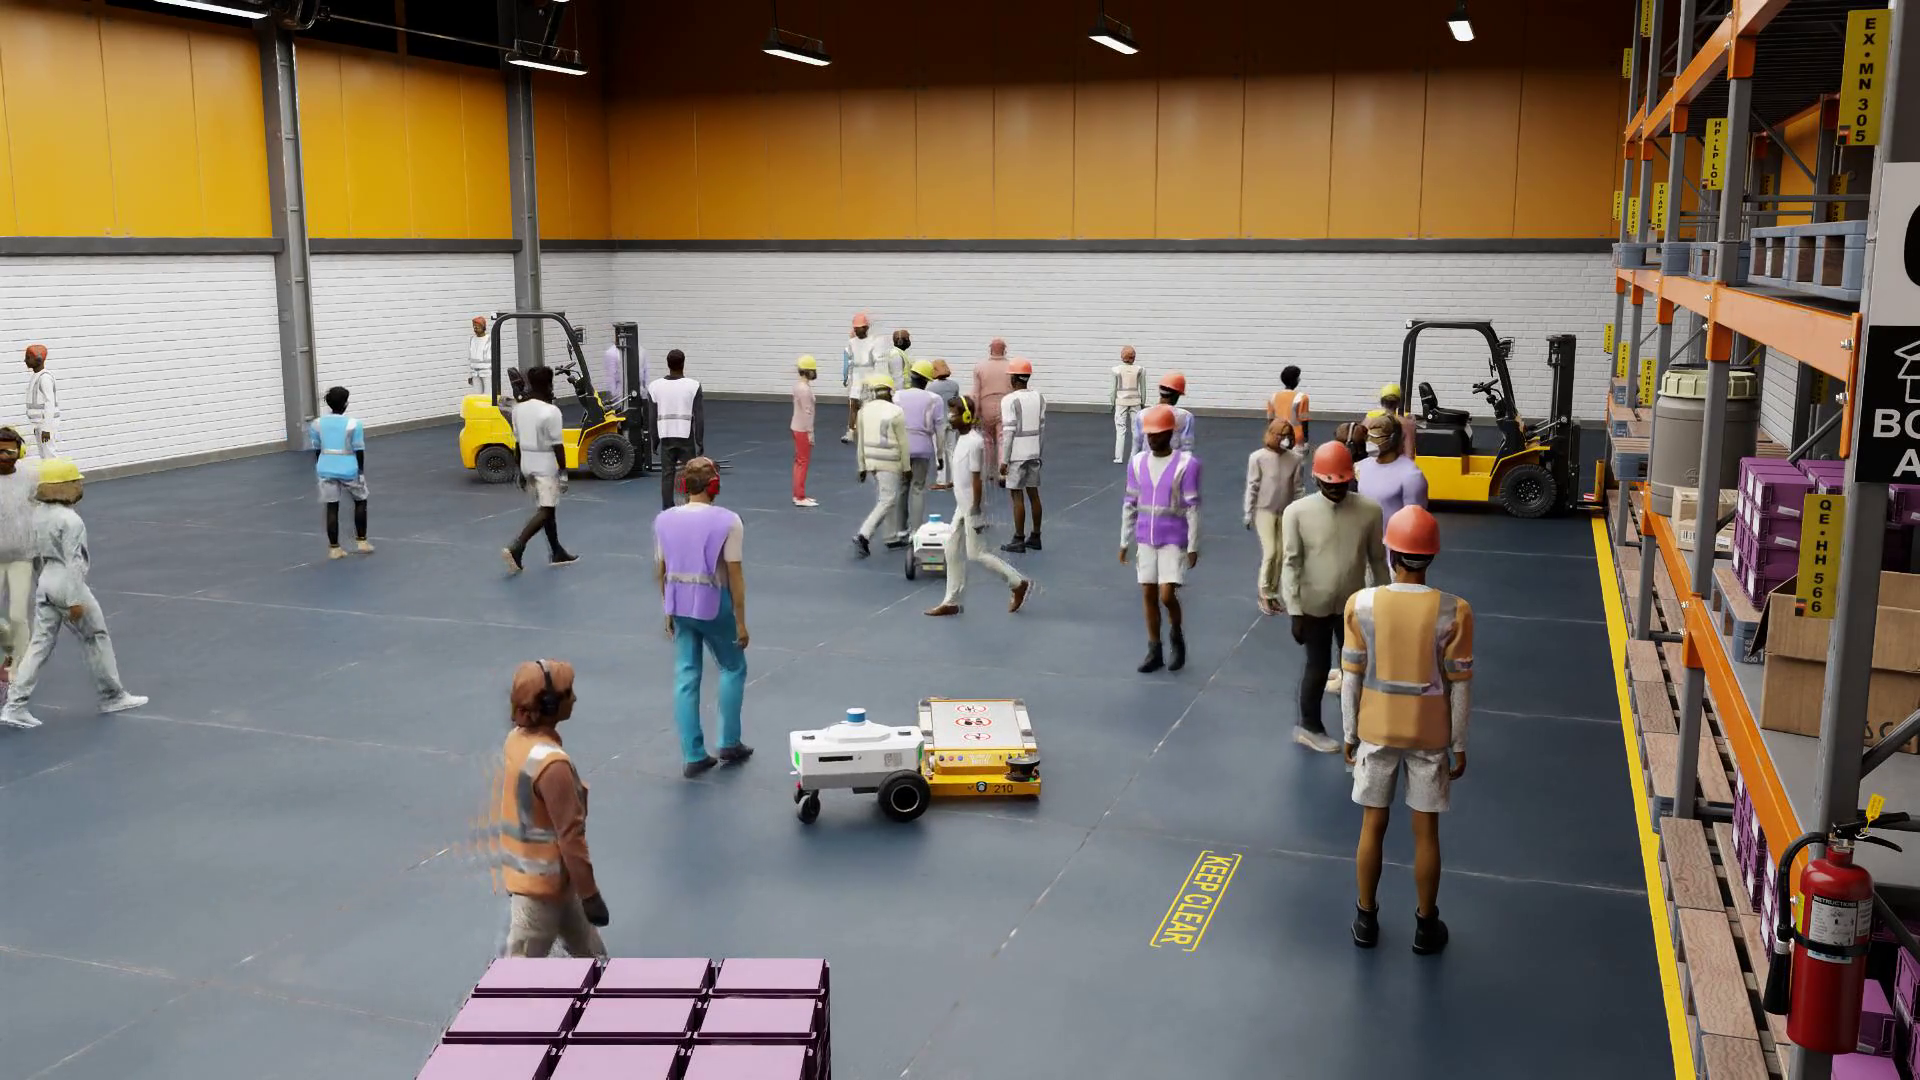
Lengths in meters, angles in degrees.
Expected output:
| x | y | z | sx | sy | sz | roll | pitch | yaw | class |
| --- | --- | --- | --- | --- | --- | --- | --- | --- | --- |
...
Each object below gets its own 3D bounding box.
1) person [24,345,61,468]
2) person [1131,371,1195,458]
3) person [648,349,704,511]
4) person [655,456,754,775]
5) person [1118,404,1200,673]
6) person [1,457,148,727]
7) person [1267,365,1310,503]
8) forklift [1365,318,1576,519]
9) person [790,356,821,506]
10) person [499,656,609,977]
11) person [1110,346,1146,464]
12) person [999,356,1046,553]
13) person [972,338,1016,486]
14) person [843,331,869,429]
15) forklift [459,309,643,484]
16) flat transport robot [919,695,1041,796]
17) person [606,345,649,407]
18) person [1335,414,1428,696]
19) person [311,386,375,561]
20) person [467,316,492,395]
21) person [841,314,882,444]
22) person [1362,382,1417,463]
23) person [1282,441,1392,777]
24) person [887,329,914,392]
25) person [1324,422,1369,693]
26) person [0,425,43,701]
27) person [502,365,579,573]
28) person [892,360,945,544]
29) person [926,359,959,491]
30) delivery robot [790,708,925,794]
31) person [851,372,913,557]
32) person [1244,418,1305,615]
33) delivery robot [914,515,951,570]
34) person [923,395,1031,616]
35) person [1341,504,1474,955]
| x | y | z | sx | sy | sz | roll | pitch | yaw | class |
| --- | --- | --- | --- | --- | --- | --- | --- | --- | --- |
| -10.663 | -1.327 | 19.337 | 0.355 | 1.884 | 0.575 | -8 | 13 | -39 | person |
| 1.833 | -0.572 | 15.072 | 0.644 | 1.888 | 0.784 | 3 | 10 | 14 | person |
| -3.044 | -1.084 | 17.872 | 0.590 | 1.919 | 0.395 | 1 | 10 | 5 | person |
| -1.438 | 0.420 | 9.652 | 0.610 | 1.820 | 0.664 | 4 | 11 | 21 | person |
| 1.401 | -0.001 | 11.759 | 0.558 | 1.920 | 0.396 | 7 | 12 | 34 | person |
| -5.720 | 0.323 | 10.559 | 0.500 | 1.703 | 0.886 | 6 | 12 | 29 | person |
| 3.690 | -1.116 | 18.681 | 0.320 | 1.697 | 0.542 | -10 | 14 | -43 | person |
| 5.787 | -1.437 | 19.079 | 2.313 | 2.155 | 1.214 | 3 | 11 | 19 | forklift |
| -1.783 | -1.263 | 19.350 | 0.367 | 1.754 | 0.526 | -3 | 10 | -15 | person |
| -1.508 | 1.207 | 5.871 | 0.842 | 1.600 | 0.517 | -4 | 11 | -24 | person |
| 2.330 | -1.865 | 23.052 | 0.512 | 1.641 | 0.307 | -1 | 10 | -4 | person |
| 0.596 | -0.844 | 16.464 | 0.548 | 1.937 | 0.379 | -9 | 13 | -40 | person |
| 0.487 | -1.621 | 21.080 | 0.660 | 1.862 | 0.988 | 0 | 10 | 2 | person |
| -1.681 | -2.646 | 27.459 | 0.525 | 1.636 | 0.307 | -4 | 11 | -21 | person |
| -5.354 | -1.902 | 21.697 | 2.313 | 2.155 | 1.214 | -2 | 10 | -13 | forklift |
| 0.092 | 1.181 | 9.751 | 0.652 | 0.197 | 1.431 | 0 | 10 | -2 | flat transport robot |
| -4.752 | -2.155 | 23.960 | 0.668 | 1.896 | 0.587 | -9 | 13 | -41 | person |
| 2.791 | 0.135 | 10.951 | 0.374 | 1.939 | 0.628 | -5 | 11 | -27 | person |
| -5.981 | -0.655 | 16.146 | 0.538 | 1.677 | 0.630 | 0 | 10 | 0 | person |
| -7.690 | -2.651 | 26.784 | 0.573 | 1.887 | 0.355 | 4 | 11 | 23 | person |
| -1.472 | -2.486 | 25.615 | 0.622 | 1.979 | 1.105 | 4 | 11 | 20 | person |
| 4.035 | -0.623 | 15.792 | 0.532 | 1.745 | 0.745 | 5 | 11 | 25 | person |
| 2.185 | 0.373 | 9.633 | 0.688 | 1.931 | 0.888 | -1 | 10 | -5 | person |
| -0.817 | -2.045 | 23.492 | 0.429 | 1.847 | 0.627 | 0 | 10 | 0 | person |
| 2.646 | 0.120 | 11.307 | 0.430 | 1.844 | 0.624 | 4 | 11 | 23 | person |
| -6.390 | 0.141 | 11.181 | 0.556 | 1.844 | 0.478 | -3 | 10 | -16 | person |
| -3.931 | -0.663 | 15.457 | 0.610 | 1.937 | 0.889 | 8 | 13 | 36 | person |
| -0.489 | -0.894 | 16.969 | 0.661 | 1.871 | 0.802 | 1 | 10 | 8 | person |
| -0.219 | -1.420 | 20.586 | 0.507 | 1.632 | 0.294 | -8 | 13 | -38 | person |
| -0.555 | 1.144 | 8.898 | 0.707 | 0.478 | 0.477 | -1 | 10 | -8 | delivery robot |
| -0.797 | -0.736 | 16.283 | 0.755 | 1.793 | 0.580 | -9 | 14 | -42 | person |
| 2.614 | -0.188 | 13.646 | 0.522 | 1.616 | 0.482 | -4 | 11 | -21 | person |
| -0.229 | 0.011 | 15.278 | 0.477 | 0.478 | 0.707 | 1 | 10 | 3 | delivery robot |
| 0.127 | -0.272 | 13.560 | 0.782 | 1.837 | 0.523 | -2 | 10 | -13 | person |
| 1.904 | 0.813 | 7.119 | 0.548 | 1.942 | 0.344 | 4 | 11 | 20 | person |
